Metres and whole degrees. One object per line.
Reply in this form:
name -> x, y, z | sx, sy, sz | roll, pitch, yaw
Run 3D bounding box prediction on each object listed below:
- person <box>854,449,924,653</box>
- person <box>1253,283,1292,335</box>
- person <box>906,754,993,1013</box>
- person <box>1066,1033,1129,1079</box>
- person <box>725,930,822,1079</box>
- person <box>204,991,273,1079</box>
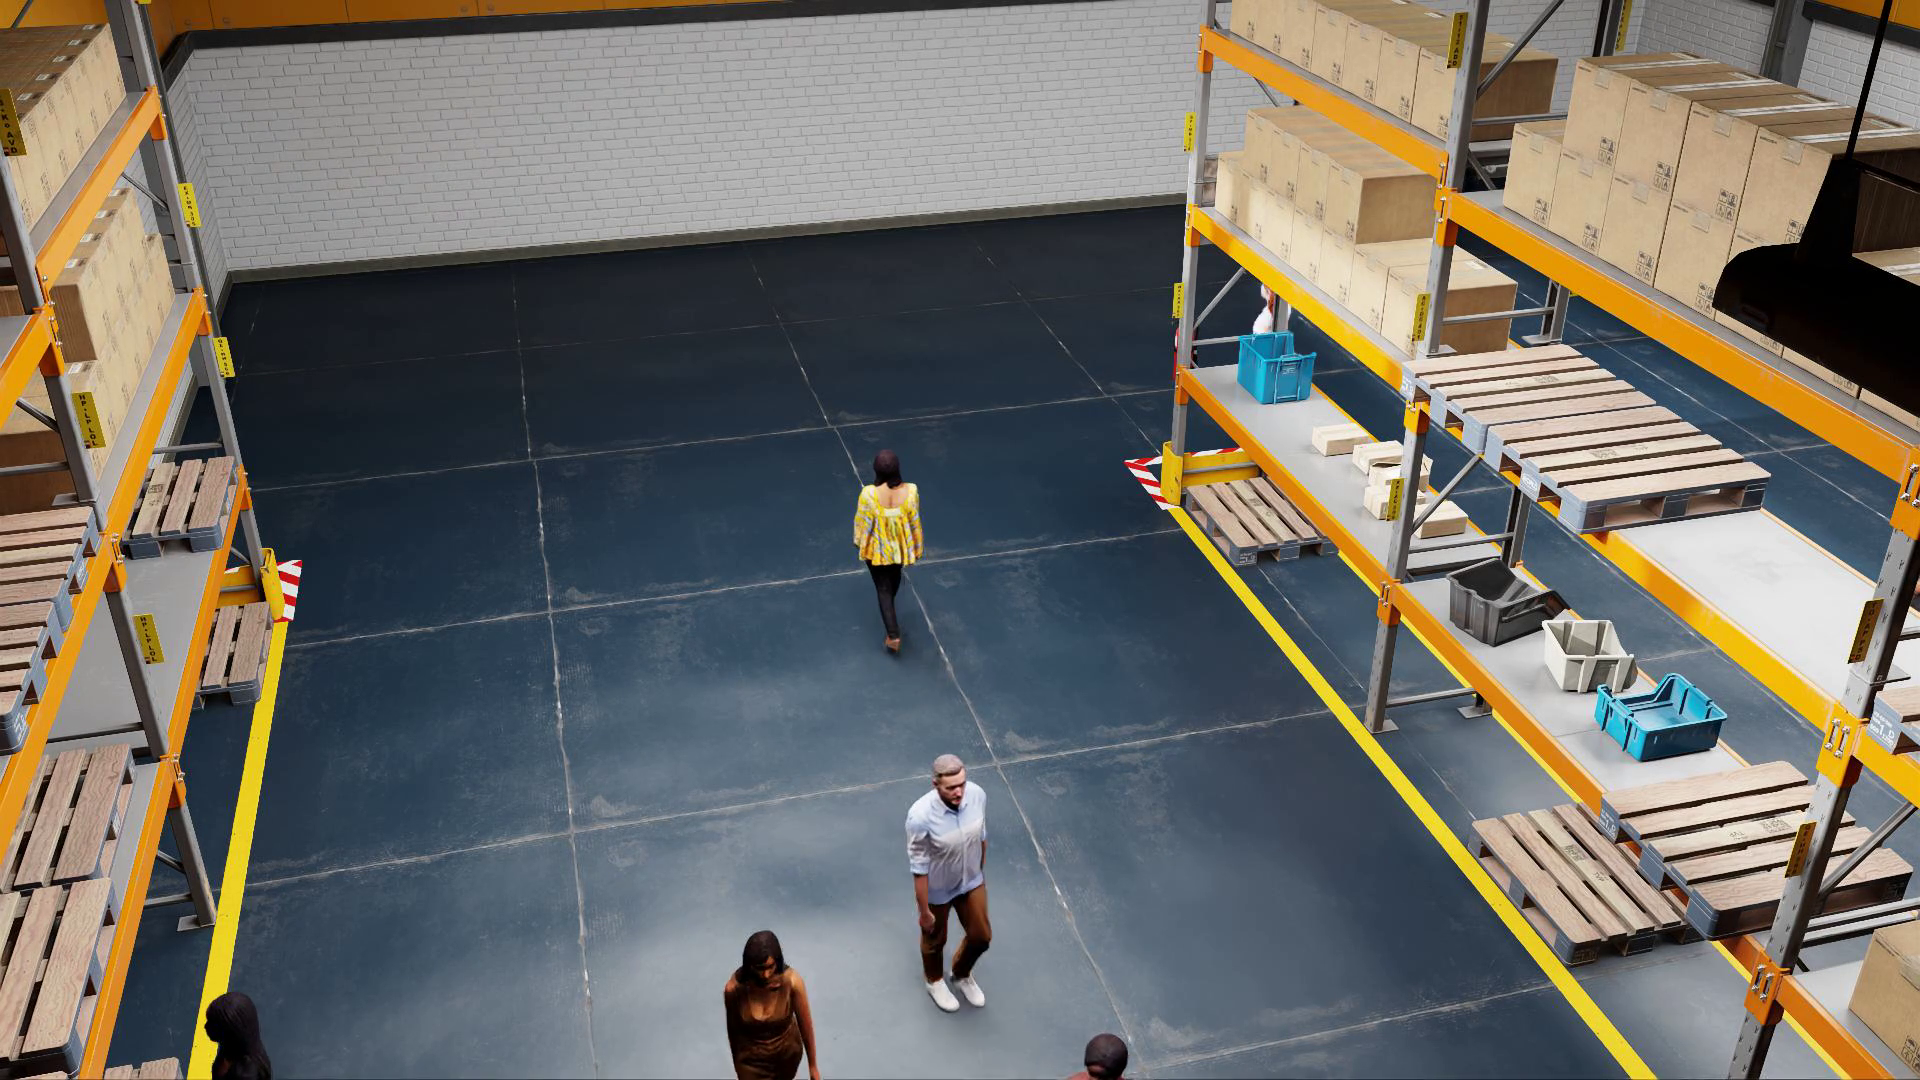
person -> -0.552, 0.119, 13.014 | 0.748, 1.606, 1.058 | -10, 30, -18
person -> 3.085, -1.694, 16.234 | 0.897, 1.704, 1.182 | -20, 34, -32
person -> -0.114, 1.907, 9.522 | 0.792, 1.811, 0.768 | -18, 33, -29
person -> 0.673, 2.897, 7.838 | 0.990, 1.684, 1.177 | 10, 30, 17
person -> -0.970, 2.580, 8.478 | 0.600, 1.630, 1.078 | -6, 29, -12
person -> -3.321, 2.831, 7.920 | 0.730, 1.724, 0.575 | -16, 33, -27
